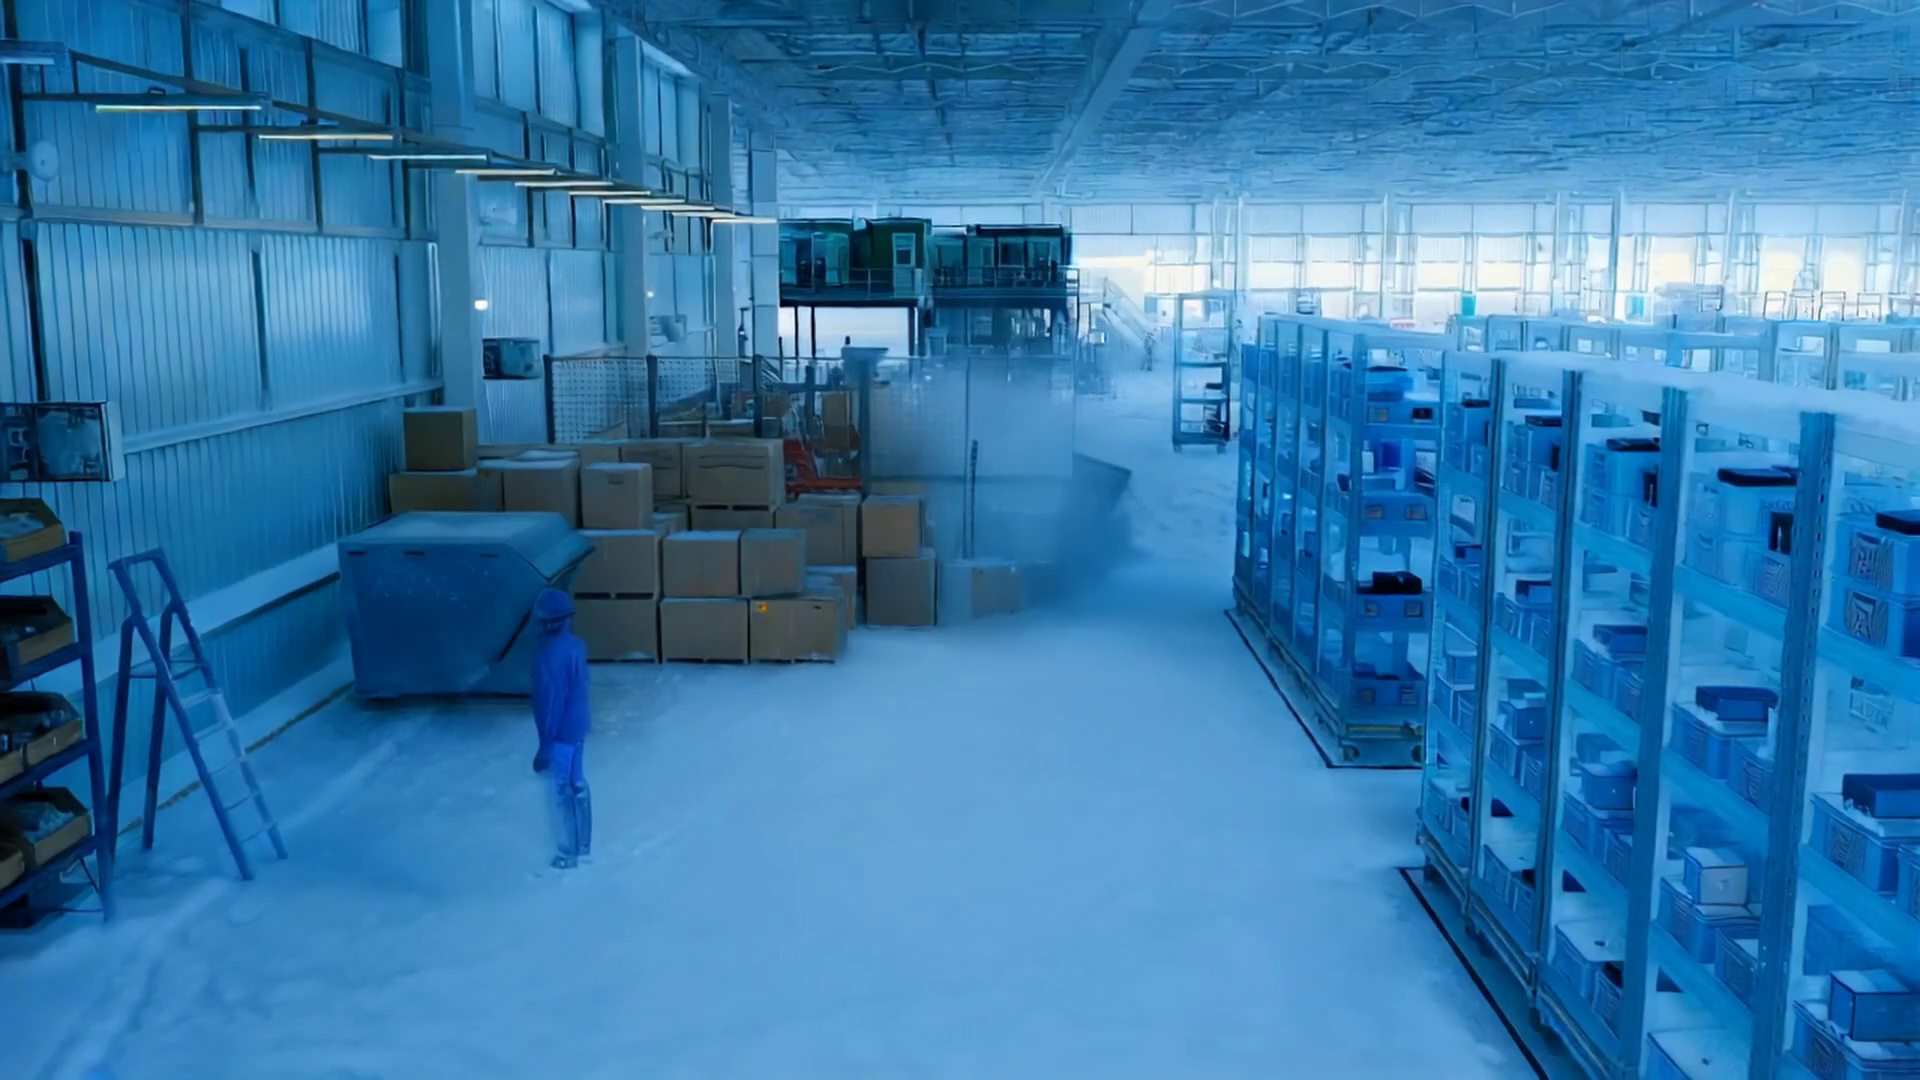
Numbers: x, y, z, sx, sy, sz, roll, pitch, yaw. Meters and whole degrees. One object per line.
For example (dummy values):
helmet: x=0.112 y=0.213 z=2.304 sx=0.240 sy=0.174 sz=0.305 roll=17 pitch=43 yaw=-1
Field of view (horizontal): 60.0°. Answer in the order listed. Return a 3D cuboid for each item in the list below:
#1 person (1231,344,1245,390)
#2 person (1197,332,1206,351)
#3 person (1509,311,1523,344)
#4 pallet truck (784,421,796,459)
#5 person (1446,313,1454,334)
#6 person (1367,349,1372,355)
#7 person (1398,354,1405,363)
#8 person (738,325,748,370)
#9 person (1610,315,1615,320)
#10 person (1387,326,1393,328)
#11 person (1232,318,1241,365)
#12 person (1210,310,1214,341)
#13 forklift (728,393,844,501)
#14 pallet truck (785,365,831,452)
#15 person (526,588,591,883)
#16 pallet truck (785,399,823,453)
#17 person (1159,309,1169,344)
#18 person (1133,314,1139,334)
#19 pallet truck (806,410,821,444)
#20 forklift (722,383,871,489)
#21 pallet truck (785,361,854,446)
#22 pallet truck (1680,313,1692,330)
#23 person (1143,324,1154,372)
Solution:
person: x=9.680 y=-5.926 z=56.683 sx=0.903 sy=1.717 sz=0.535 roll=3 pitch=10 yaw=15
person: x=12.357 y=-10.671 z=85.309 sx=0.391 sy=1.935 sz=0.549 roll=5 pitch=11 yaw=30
person: x=30.183 y=-11.466 z=90.165 sx=0.683 sy=1.945 sz=0.511 roll=-4 pitch=10 yaw=-25
pallet truck: x=-4.013 y=-1.793 z=32.705 sx=1.601 sy=1.201 sz=0.680 roll=0 pitch=9 yaw=1
person: x=26.462 y=-11.405 z=90.213 sx=0.811 sy=1.816 sz=0.636 roll=4 pitch=10 yaw=21
person: x=16.688 y=-7.815 z=67.807 sx=0.814 sy=1.909 sz=0.654 roll=5 pitch=10 yaw=27
person: x=11.941 y=-4.096 z=44.965 sx=0.517 sy=1.864 sz=0.334 roll=-4 pitch=10 yaw=-25
person: x=-8.697 y=-7.652 z=66.699 sx=0.384 sy=1.925 sz=0.593 roll=-5 pitch=11 yaw=-30
person: x=32.507 y=-10.258 z=82.958 sx=0.310 sy=1.868 sz=0.533 roll=8 pitch=12 yaw=41
person: x=16.466 y=-7.267 z=63.972 sx=1.009 sy=2.000 sz=0.695 roll=4 pitch=10 yaw=21
person: x=12.146 y=-8.680 z=72.741 sx=0.453 sy=2.036 sz=0.632 roll=-1 pitch=9 yaw=-5
person: x=14.754 y=-12.523 z=96.823 sx=0.487 sy=1.906 sz=0.583 roll=5 pitch=10 yaw=27
forklift: x=-2.979 y=-1.316 z=26.476 sx=2.680 sy=1.987 sz=1.157 roll=0 pitch=9 yaw=1
pallet truck: x=-3.774 y=-2.976 z=37.635 sx=1.885 sy=1.965 sz=0.823 roll=1 pitch=9 yaw=5
person: x=-2.708 y=1.308 z=11.217 sx=0.378 sy=1.996 sz=0.611 roll=2 pitch=9 yaw=9
pallet truck: x=-3.814 y=-2.432 z=36.419 sx=1.630 sy=1.274 sz=0.653 roll=0 pitch=9 yaw=1
person: x=11.306 y=-11.849 z=92.418 sx=0.643 sy=1.971 sz=0.673 roll=7 pitch=11 yaw=36
person: x=10.180 y=-12.396 z=96.735 sx=0.484 sy=1.679 sz=0.534 roll=-3 pitch=10 yaw=-15
pallet truck: x=-3.559 y=-2.018 z=33.905 sx=1.522 sy=1.261 sz=0.704 roll=0 pitch=9 yaw=-1
forklift: x=-2.893 y=-1.687 z=28.729 sx=2.680 sy=1.987 sz=1.157 roll=0 pitch=9 yaw=-1
pallet truck: x=-3.410 y=-3.193 z=38.978 sx=1.885 sy=1.965 sz=0.823 roll=0 pitch=9 yaw=-1
pallet truck: x=36.315 y=-10.531 z=84.244 sx=0.823 sy=1.965 sz=1.885 roll=-6 pitch=11 yaw=-33
person: x=7.715 y=-7.801 z=67.619 sx=0.400 sy=1.923 sz=0.577 roll=-2 pitch=9 yaw=-13
